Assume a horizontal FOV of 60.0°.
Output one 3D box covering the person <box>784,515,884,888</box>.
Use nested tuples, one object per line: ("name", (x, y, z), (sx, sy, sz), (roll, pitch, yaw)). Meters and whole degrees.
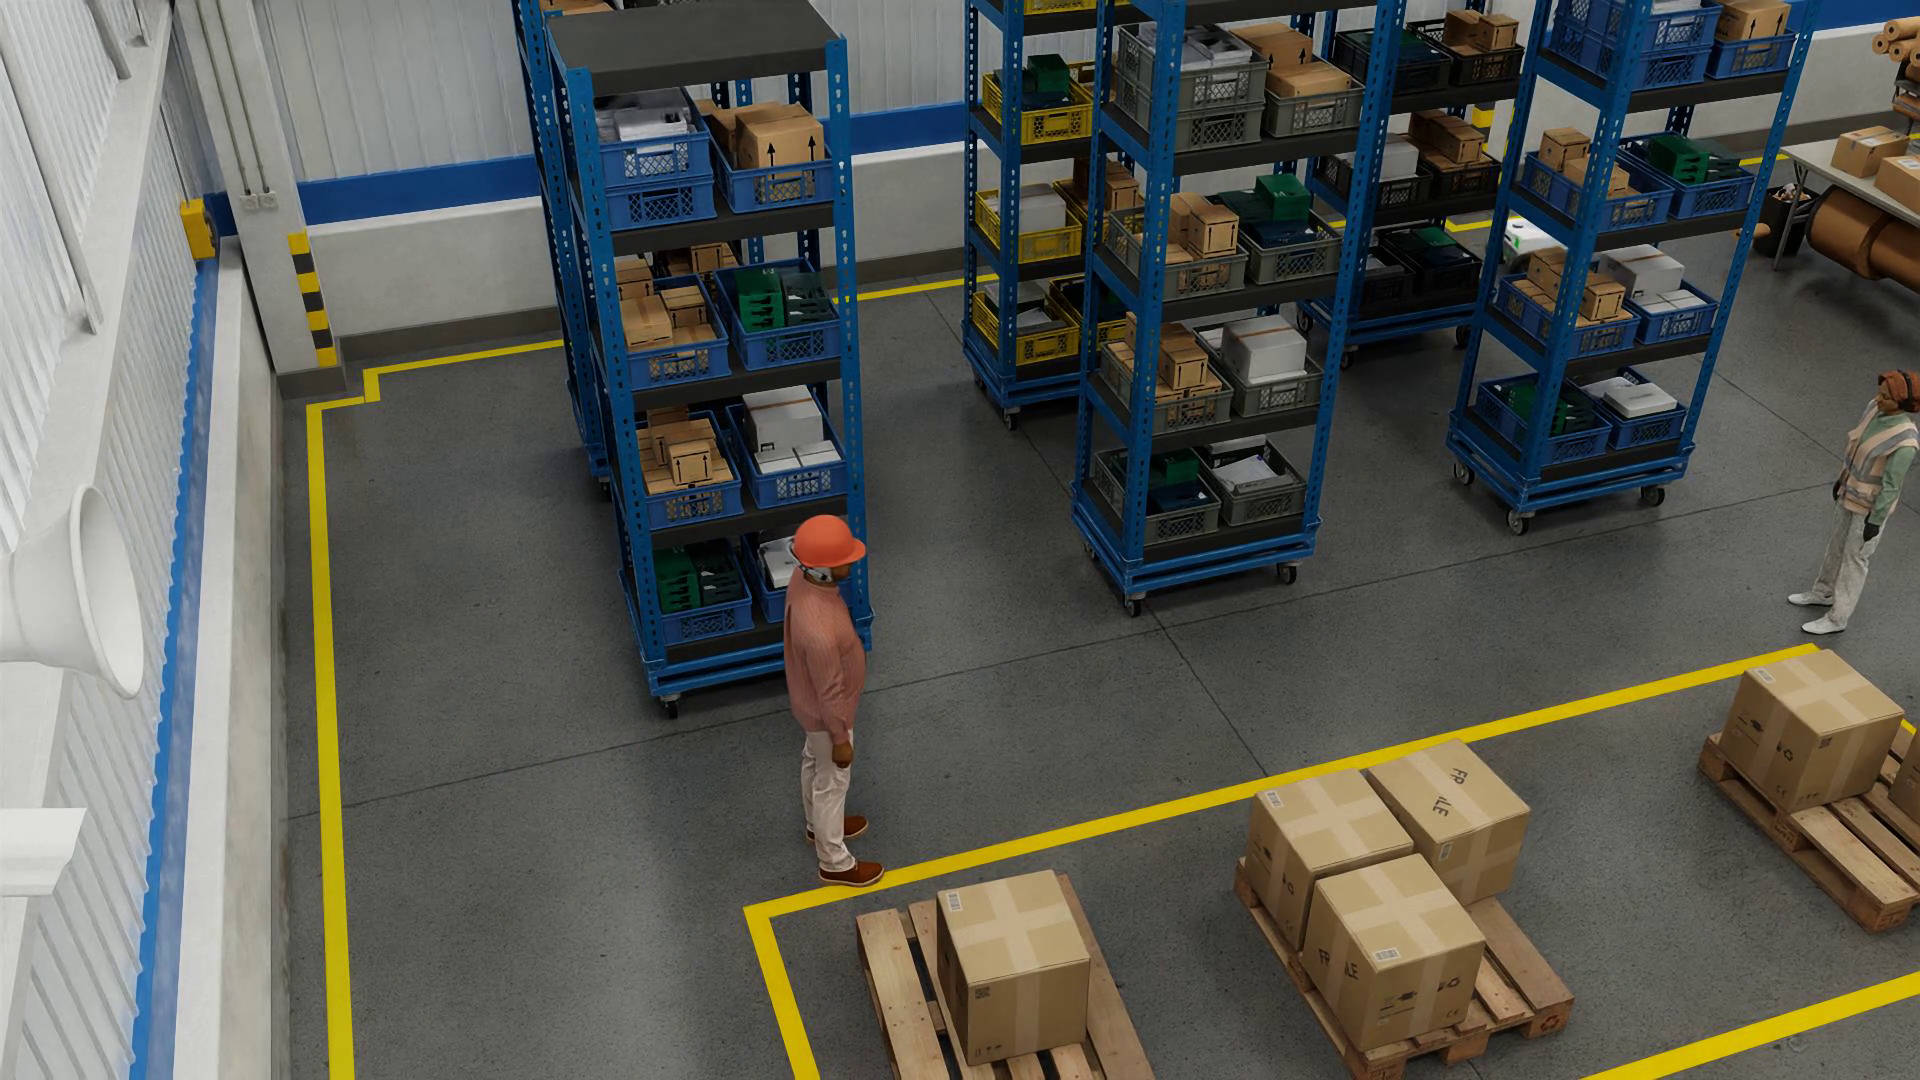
("person", (-0.585, 0.726, 7.518), (0.382, 1.995, 0.612), (-8, 36, -11))

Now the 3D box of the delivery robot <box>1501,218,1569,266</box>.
("delivery robot", (4.621, -2.403, 13.116), (0.707, 0.478, 0.477), (-7, 36, -10))

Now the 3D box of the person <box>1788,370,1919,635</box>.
("person", (4.975, -0.212, 9.160), (0.313, 1.634, 0.514), (3, 35, 4))
